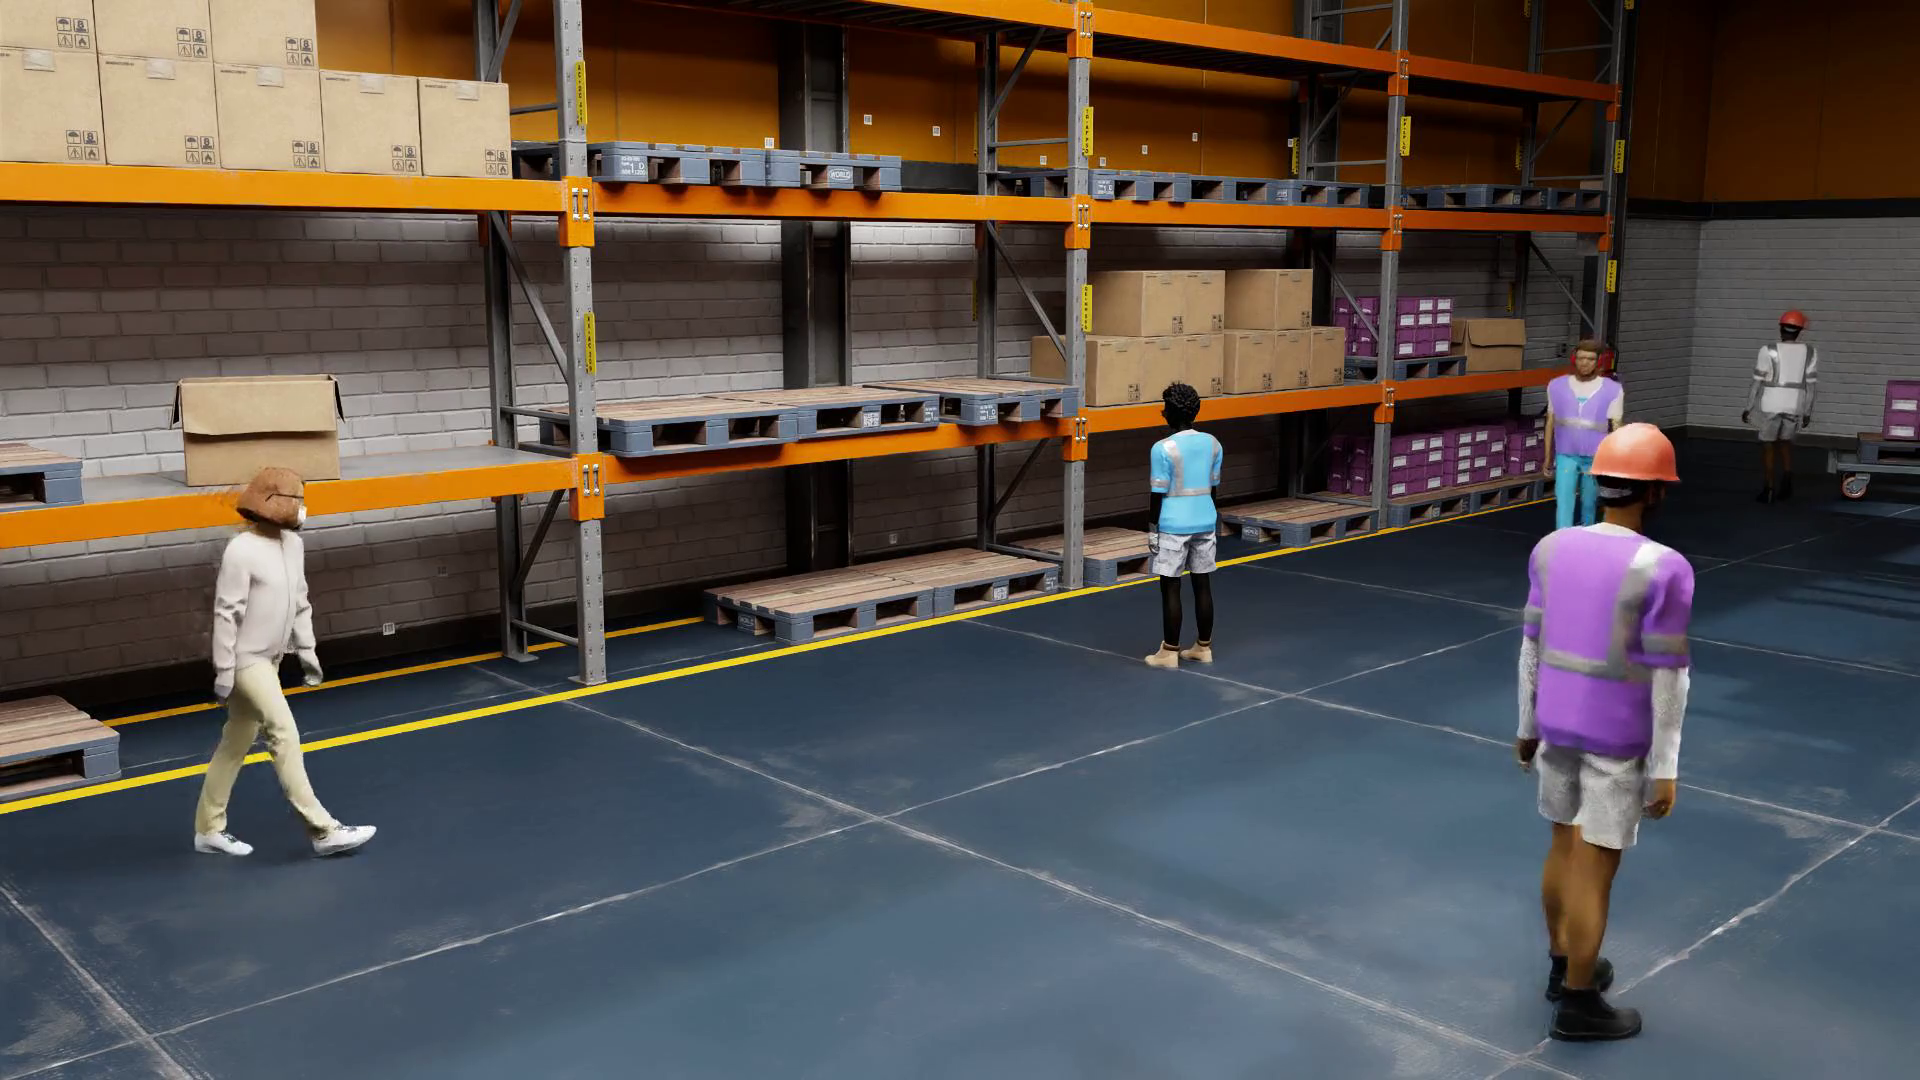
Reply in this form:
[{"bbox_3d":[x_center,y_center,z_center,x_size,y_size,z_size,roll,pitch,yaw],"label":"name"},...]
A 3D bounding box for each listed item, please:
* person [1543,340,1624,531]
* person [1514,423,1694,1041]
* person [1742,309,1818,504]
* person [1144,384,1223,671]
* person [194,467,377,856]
[{"bbox_3d":[4.759,-0.627,12.736,0.583,1.786,0.984,5,11,25],"label":"person"},{"bbox_3d":[2.056,0.600,5.245,0.629,1.915,0.571,-6,11,-31],"label":"person"},{"bbox_3d":[8.060,-1.304,16.367,0.587,1.911,0.409,1,10,3],"label":"person"},{"bbox_3d":[1.312,-0.070,9.779,0.534,1.694,0.320,-7,12,-34],"label":"person"},{"bbox_3d":[-2.770,0.501,6.695,0.796,1.585,0.520,0,10,0],"label":"person"}]
